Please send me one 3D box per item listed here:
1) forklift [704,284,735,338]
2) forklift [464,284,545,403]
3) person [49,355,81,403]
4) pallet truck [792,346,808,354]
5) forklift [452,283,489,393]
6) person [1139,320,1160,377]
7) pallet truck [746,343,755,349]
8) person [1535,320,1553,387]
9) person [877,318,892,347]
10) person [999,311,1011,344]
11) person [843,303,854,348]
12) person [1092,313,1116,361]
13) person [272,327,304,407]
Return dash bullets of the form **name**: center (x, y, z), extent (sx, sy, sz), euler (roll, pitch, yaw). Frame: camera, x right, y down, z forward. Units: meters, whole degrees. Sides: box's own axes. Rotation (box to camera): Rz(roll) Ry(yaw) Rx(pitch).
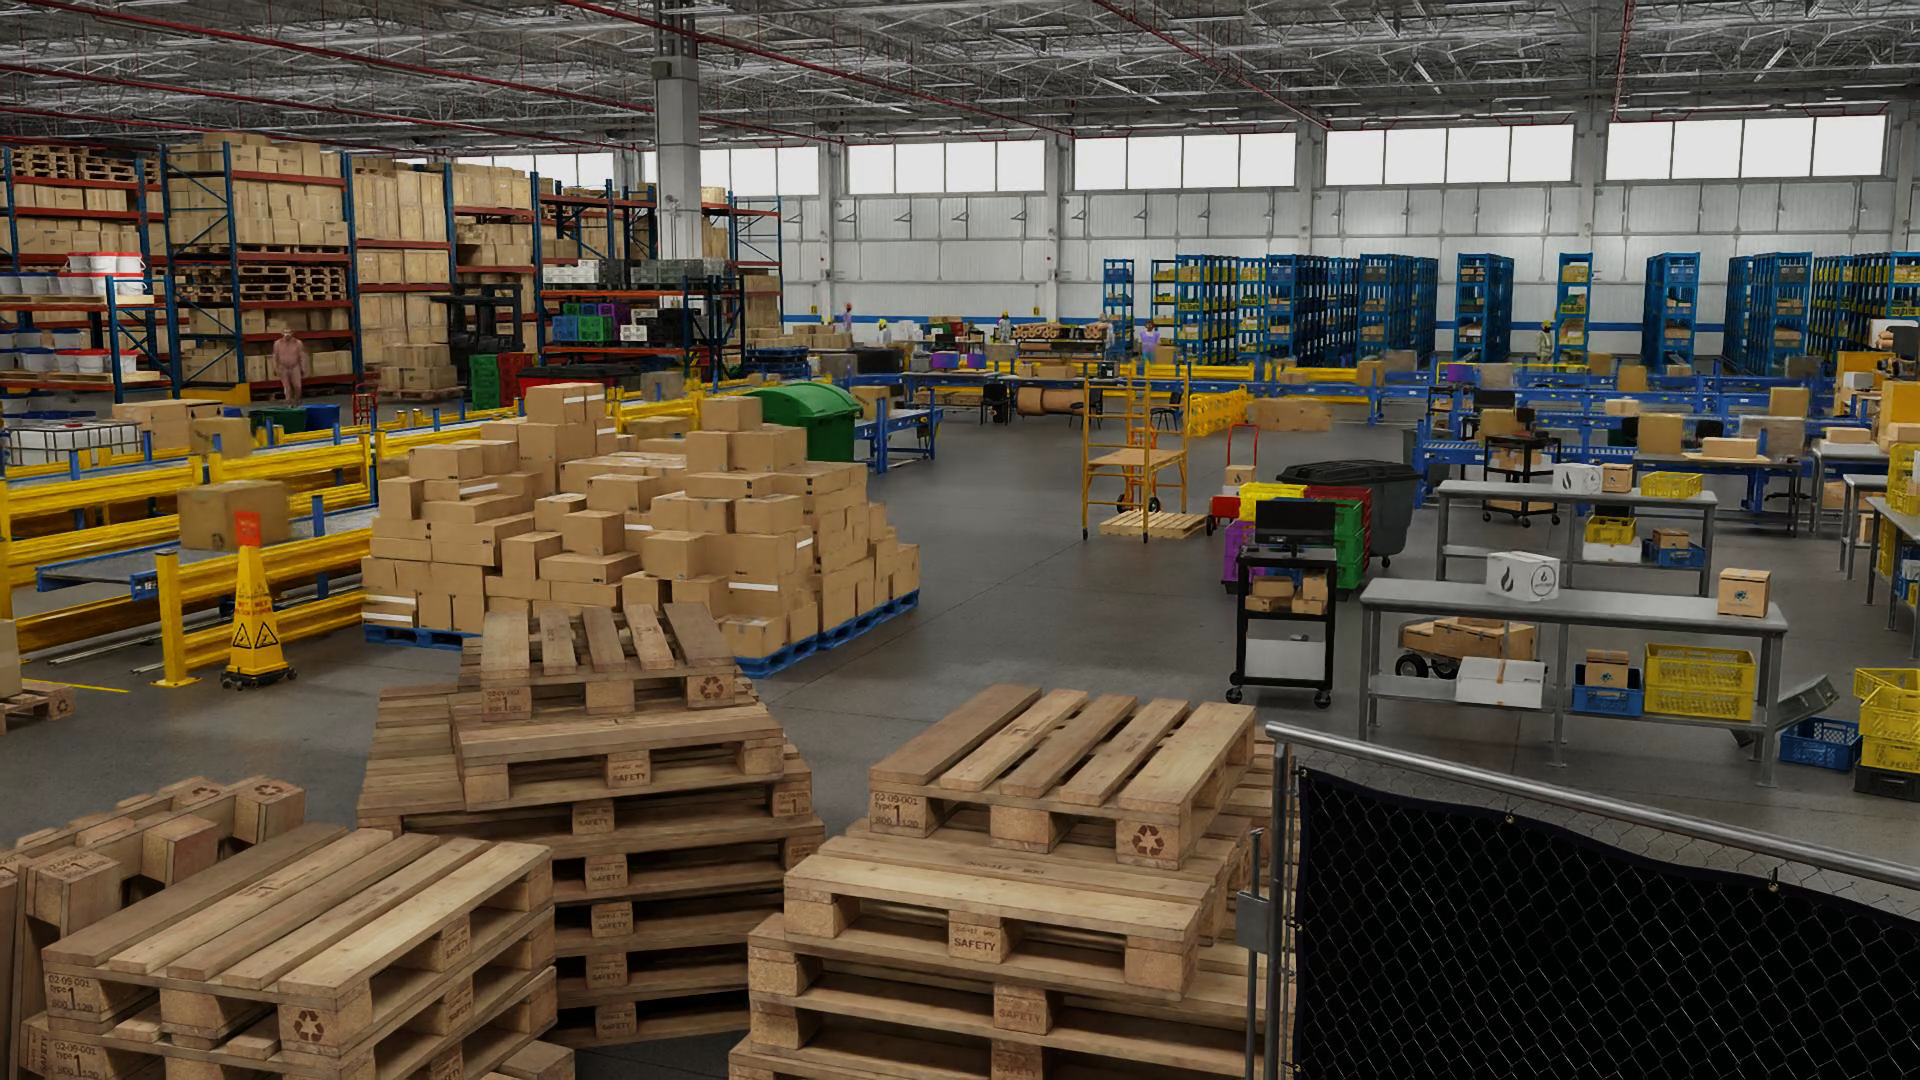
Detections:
- **forklift**: center (-8.201, -7.130, 54.858), extent (1.129, 2.768, 1.873), euler (3, 10, 20)
- **forklift**: center (-10.832, -4.702, 39.610), extent (1.129, 2.768, 1.873), euler (3, 10, 20)
- **person**: center (-21.403, -4.053, 39.532), extent (0.793, 1.601, 0.495), euler (-1, 9, -9)
- **pallet truck**: center (-3.705, -4.298, 42.022), extent (0.653, 1.274, 1.630), euler (3, 10, 20)
- **forklift**: center (-12.238, -5.078, 41.975), extent (1.129, 2.768, 1.873), euler (3, 10, 20)
- **person**: center (5.043, -4.937, 44.332), extent (0.573, 1.841, 0.374), euler (0, 9, -1)
- **pallet truck**: center (-6.183, -4.618, 44.264), extent (1.601, 1.201, 0.680), euler (-9, 12, -43)
- **person**: center (15.770, -5.018, 44.878), extent (0.601, 1.830, 0.404), euler (-8, 12, -41)
- **person**: center (-2.131, -5.362, 47.067), extent (0.566, 1.818, 0.610), euler (5, 10, 28)
- **person**: center (1.645, -7.525, 60.937), extent (0.485, 1.735, 0.346), euler (-5, 10, -27)
- **person**: center (-4.615, -8.665, 67.560), extent (0.858, 1.910, 0.549), euler (5, 10, 28)
- **person**: center (4.373, -5.894, 50.253), extent (0.661, 1.871, 0.857), euler (-2, 9, -13)
- **person**: center (-15.049, -3.826, 37.267), extent (0.658, 1.879, 0.791), euler (-3, 9, -16)
